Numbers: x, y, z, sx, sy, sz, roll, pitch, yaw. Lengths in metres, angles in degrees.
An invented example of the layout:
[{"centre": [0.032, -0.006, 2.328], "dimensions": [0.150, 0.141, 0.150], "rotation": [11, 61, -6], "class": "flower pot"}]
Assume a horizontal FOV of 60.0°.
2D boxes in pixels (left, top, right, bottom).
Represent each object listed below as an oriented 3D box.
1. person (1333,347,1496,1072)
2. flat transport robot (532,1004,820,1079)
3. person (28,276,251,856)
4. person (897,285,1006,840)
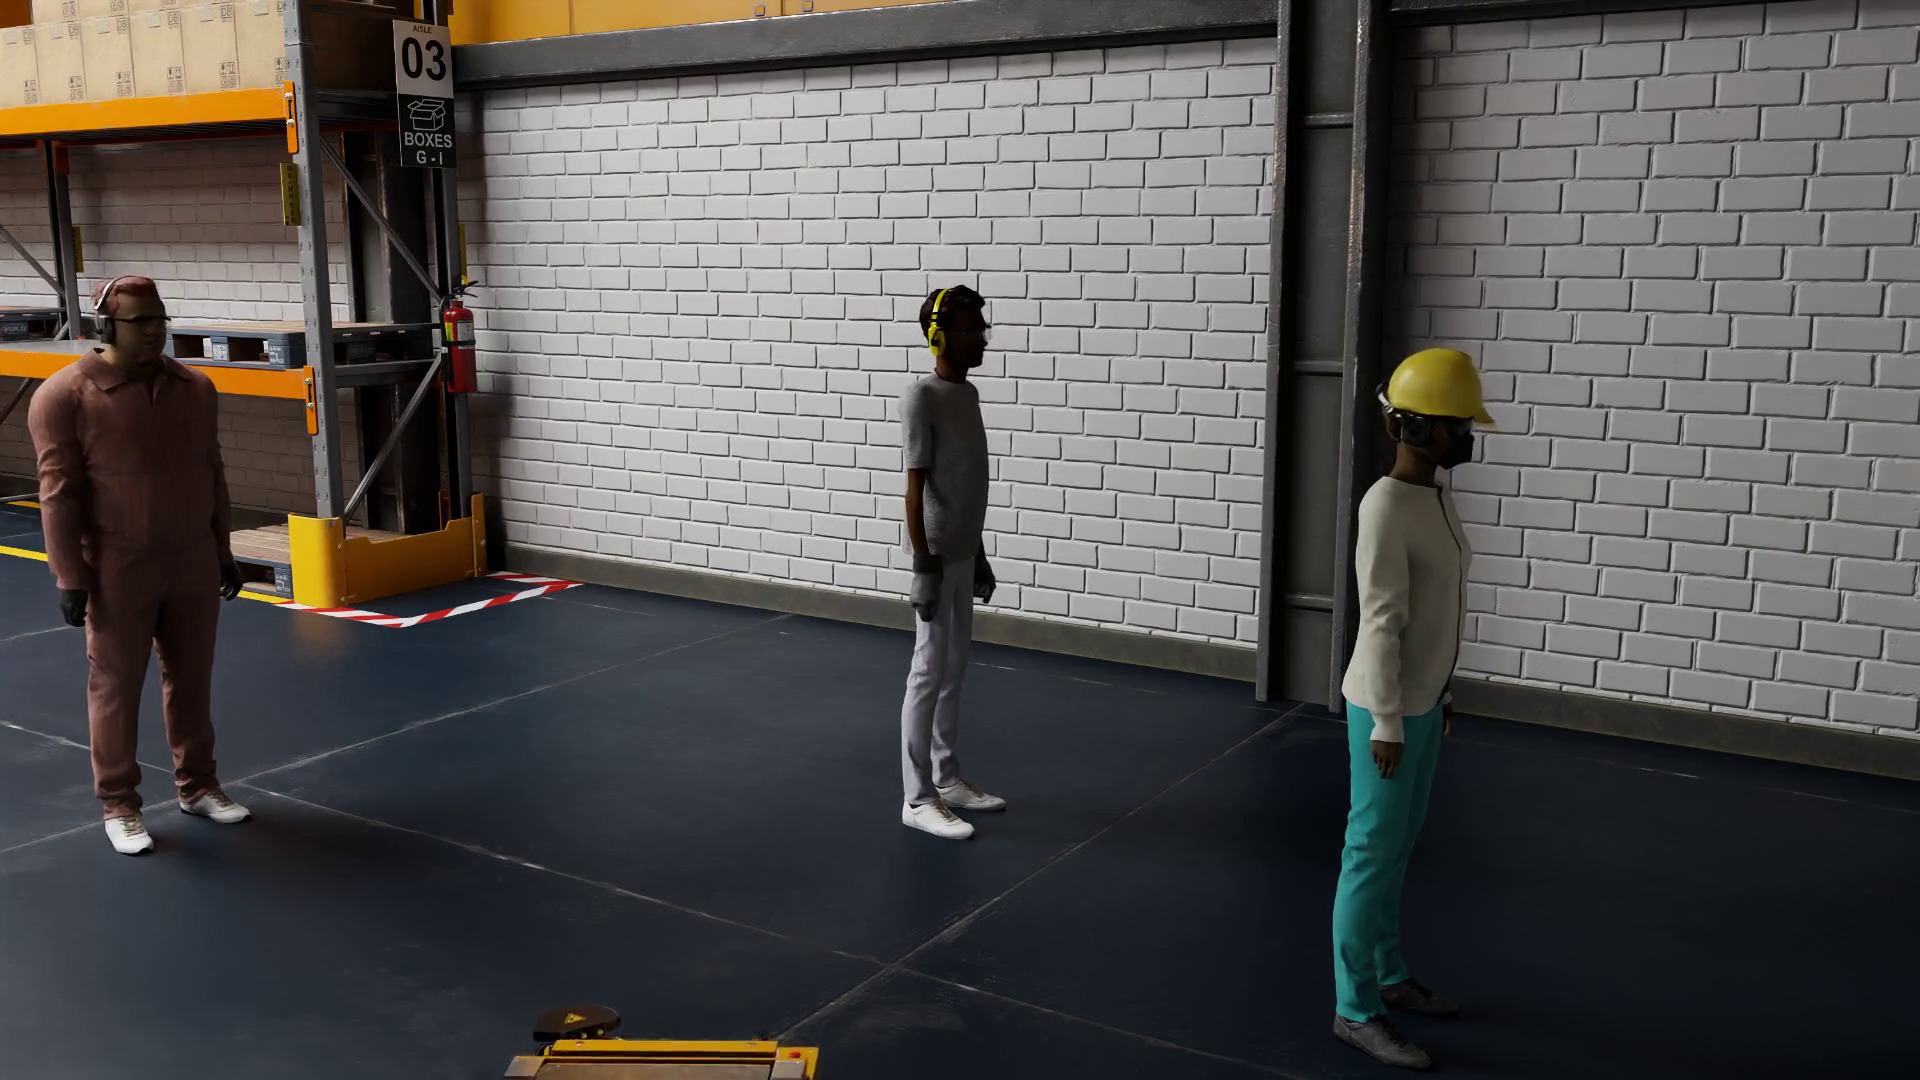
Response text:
[{"centre": [1.127, 0.406, 4.148], "dimensions": [0.318, 1.767, 0.523], "rotation": [6, 12, 29], "class": "person"}, {"centre": [-0.668, 1.315, 3.251], "dimensions": [0.652, 0.197, 1.431], "rotation": [0, 10, 1], "class": "flat transport robot"}, {"centre": [-2.711, 0.076, 5.583], "dimensions": [0.409, 1.905, 0.652], "rotation": [6, 12, 32], "class": "person"}, {"centre": [-0.024, 0.069, 5.720], "dimensions": [0.328, 1.874, 0.521], "rotation": [4, 11, 23], "class": "person"}]
